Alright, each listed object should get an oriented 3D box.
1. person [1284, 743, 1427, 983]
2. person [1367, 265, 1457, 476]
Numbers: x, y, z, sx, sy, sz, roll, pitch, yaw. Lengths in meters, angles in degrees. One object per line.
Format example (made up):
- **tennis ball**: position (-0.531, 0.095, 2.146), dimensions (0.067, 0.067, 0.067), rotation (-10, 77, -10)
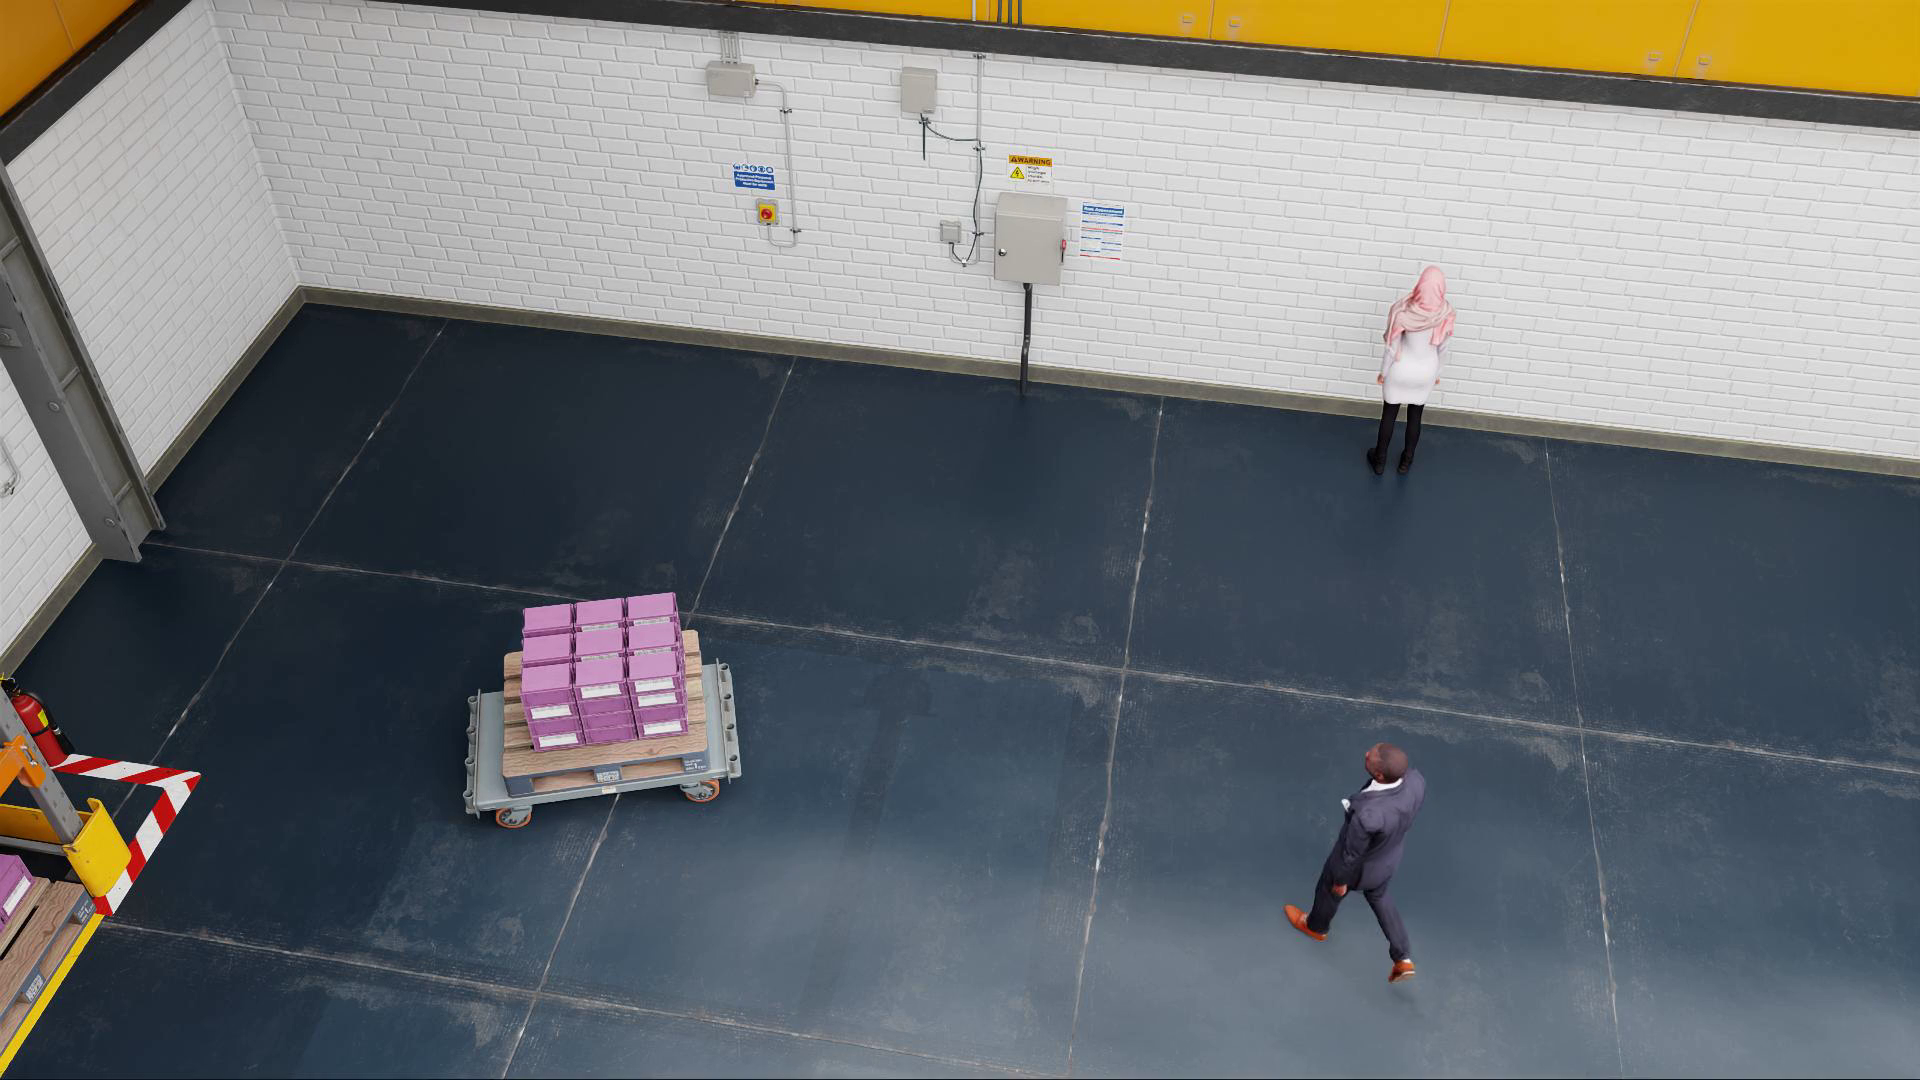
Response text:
- **person**: position (2.229, 1.733, 8.895), dimensions (1.112, 1.801, 1.167), rotation (-28, 50, -26)
- **person**: position (3.251, -1.209, 11.981), dimensions (0.649, 1.804, 0.621), rotation (3, 44, 3)
